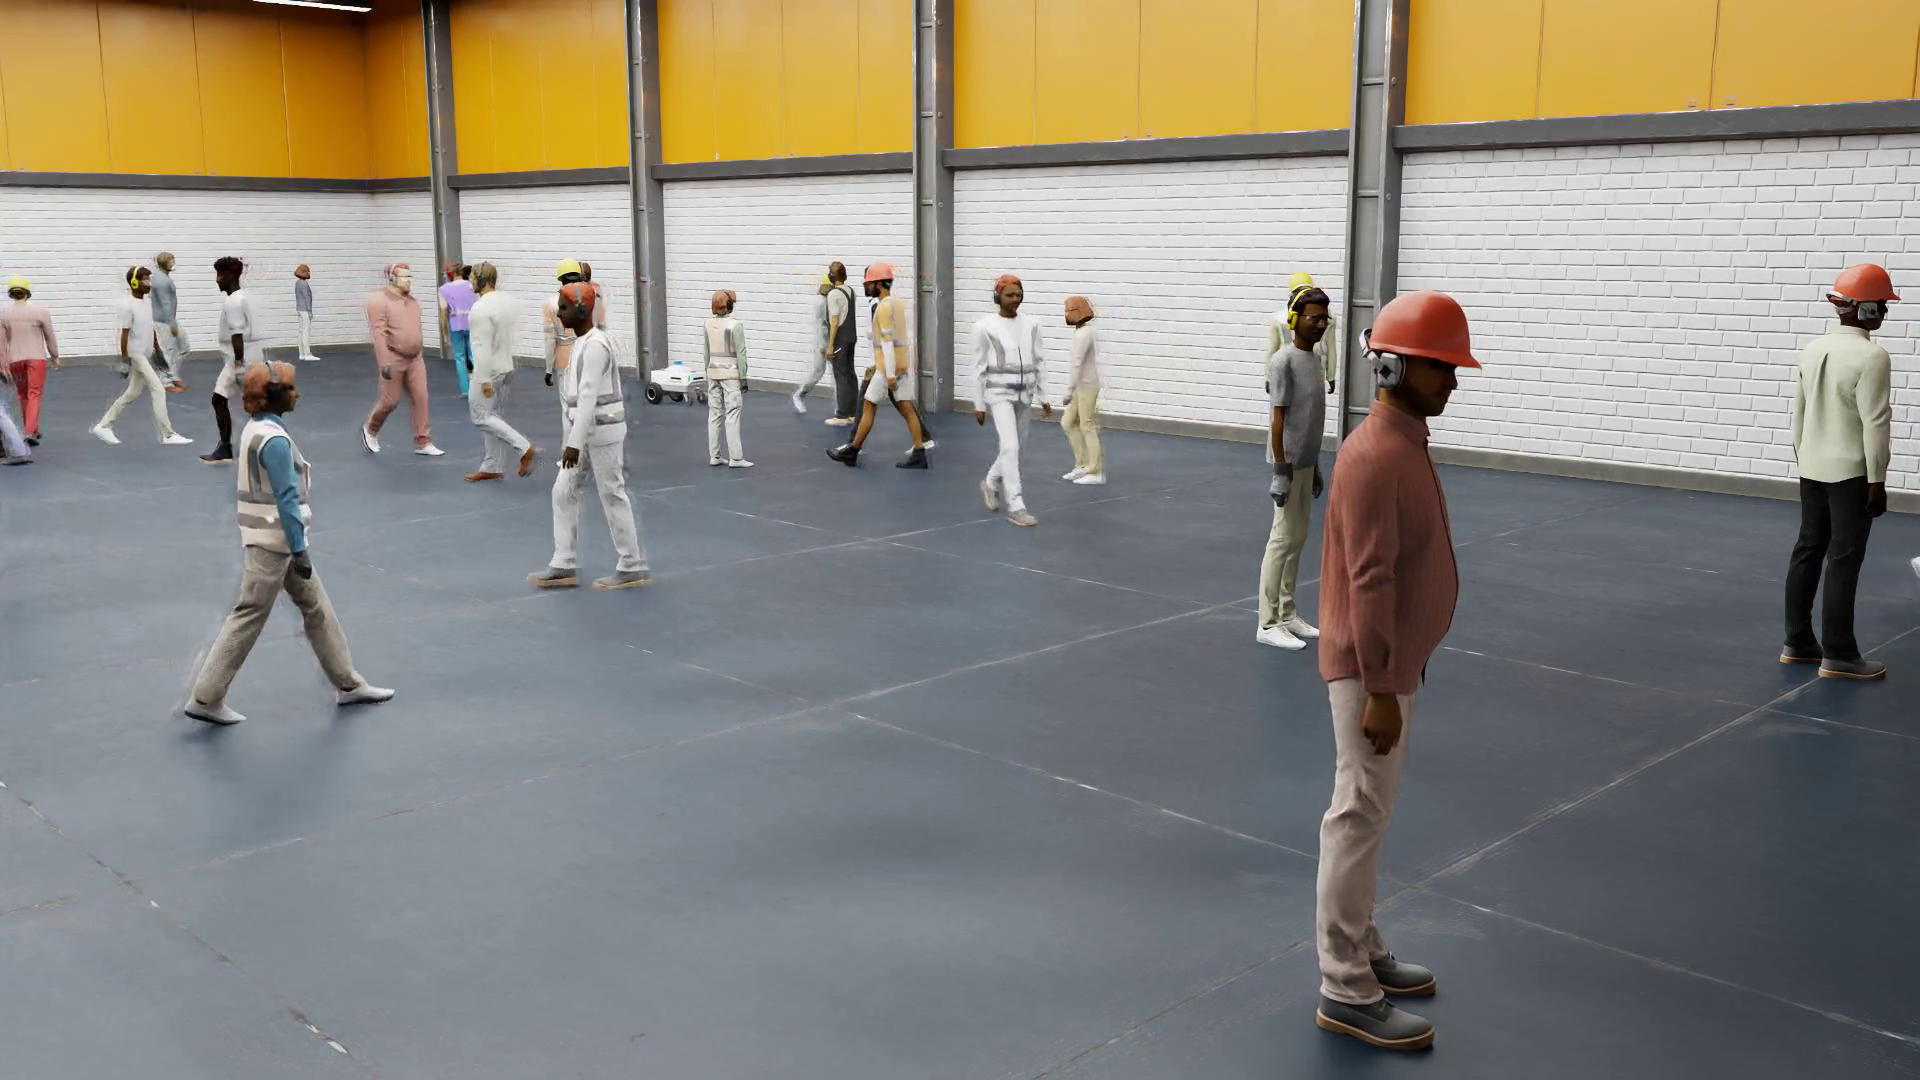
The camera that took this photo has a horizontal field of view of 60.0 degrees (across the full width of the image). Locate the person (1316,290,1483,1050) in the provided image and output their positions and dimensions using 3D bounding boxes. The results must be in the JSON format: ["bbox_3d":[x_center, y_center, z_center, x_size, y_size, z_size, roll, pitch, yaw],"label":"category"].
[{"bbox_3d":[1.155,0.334,4.464,0.392,1.989,0.610,4,11,20],"label":"person"}]

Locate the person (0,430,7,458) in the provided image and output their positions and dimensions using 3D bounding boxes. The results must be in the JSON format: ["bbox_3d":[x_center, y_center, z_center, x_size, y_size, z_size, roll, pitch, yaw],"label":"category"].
[{"bbox_3d":[-9.451,-1.719,15.849,0.582,1.914,0.559,-1,10,-4],"label":"person"}]

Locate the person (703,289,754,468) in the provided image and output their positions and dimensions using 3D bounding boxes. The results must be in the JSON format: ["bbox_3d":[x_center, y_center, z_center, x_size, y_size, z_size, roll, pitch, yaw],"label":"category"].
[{"bbox_3d":[-2.152,-1.479,15.292,0.514,1.645,0.309,8,13,36],"label":"person"}]

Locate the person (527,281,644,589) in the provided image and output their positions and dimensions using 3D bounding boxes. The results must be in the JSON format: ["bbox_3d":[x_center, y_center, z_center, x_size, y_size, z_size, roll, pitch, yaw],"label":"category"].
[{"bbox_3d":[-2.292,-0.599,9.929,0.809,1.854,0.582,-5,11,-25],"label":"person"}]

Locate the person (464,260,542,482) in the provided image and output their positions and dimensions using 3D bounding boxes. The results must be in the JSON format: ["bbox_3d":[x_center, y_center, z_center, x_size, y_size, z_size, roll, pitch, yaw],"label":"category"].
[{"bbox_3d":[-3.957,-1.426,14.253,0.640,1.922,0.633,1,10,5],"label":"person"}]

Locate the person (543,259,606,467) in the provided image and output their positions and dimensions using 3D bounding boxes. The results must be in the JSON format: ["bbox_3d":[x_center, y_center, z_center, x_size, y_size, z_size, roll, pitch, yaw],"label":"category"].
[{"bbox_3d":[-3.542,-1.617,15.300,0.585,1.918,0.378,-6,12,-31],"label":"person"}]

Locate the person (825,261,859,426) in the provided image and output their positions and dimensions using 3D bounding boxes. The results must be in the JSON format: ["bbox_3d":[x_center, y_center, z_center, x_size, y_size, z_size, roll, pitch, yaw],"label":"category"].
[{"bbox_3d":[-1.337,-2.200,18.683,0.347,1.842,0.505,5,12,26],"label":"person"}]

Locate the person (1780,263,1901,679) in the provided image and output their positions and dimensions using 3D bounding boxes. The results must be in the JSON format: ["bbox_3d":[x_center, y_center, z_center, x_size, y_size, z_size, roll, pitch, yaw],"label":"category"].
[{"bbox_3d":[4.287,-0.332,8.075,0.379,1.996,0.610,-2,11,-9],"label":"person"}]

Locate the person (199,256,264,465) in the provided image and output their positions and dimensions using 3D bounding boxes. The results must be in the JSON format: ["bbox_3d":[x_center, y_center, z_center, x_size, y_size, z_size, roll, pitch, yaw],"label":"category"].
[{"bbox_3d":[-6.812,-1.657,15.466,0.786,1.932,0.639,-1,10,-7],"label":"person"}]

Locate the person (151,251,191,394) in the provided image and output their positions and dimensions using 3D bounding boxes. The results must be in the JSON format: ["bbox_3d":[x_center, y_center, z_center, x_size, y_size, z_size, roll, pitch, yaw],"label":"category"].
[{"bbox_3d":[-10.625,-2.929,22.439,0.524,1.917,0.650,-4,11,-23],"label":"person"}]

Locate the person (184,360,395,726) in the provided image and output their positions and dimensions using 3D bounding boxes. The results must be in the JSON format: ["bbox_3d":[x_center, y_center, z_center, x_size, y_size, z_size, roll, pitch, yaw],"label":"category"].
[{"bbox_3d":[-3.011,0.015,7.301,0.884,1.601,0.525,-5,12,-26],"label":"person"}]

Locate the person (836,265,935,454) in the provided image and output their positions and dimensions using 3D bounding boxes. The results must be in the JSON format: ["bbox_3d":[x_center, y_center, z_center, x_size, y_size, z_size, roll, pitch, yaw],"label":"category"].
[{"bbox_3d":[-0.720,-1.750,16.189,1.005,1.869,0.607,2,11,9],"label":"person"}]

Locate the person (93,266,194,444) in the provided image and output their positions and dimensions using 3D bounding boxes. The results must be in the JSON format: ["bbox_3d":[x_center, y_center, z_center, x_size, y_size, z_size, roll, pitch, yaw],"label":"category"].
[{"bbox_3d":[-8.408,-1.870,16.946,0.950,1.831,0.521,-1,10,-8],"label":"person"}]

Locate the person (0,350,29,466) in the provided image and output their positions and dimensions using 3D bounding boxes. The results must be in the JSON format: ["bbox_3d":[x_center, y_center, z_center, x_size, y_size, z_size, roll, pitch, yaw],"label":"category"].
[{"bbox_3d":[-9.124,-1.527,15.358,0.954,1.699,0.539,0,10,-1],"label":"person"}]

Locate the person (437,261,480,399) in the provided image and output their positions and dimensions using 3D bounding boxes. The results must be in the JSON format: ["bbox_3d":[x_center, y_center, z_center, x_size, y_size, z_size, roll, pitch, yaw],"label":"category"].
[{"bbox_3d":[-6.398,-2.697,21.493,0.644,1.806,0.595,-8,13,-36],"label":"person"}]

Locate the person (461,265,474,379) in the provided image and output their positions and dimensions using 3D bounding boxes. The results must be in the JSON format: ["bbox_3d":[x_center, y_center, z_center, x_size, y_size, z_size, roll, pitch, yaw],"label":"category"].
[{"bbox_3d":[-7.180,-3.171,24.381,0.321,1.693,0.530,-6,12,-29],"label":"person"}]

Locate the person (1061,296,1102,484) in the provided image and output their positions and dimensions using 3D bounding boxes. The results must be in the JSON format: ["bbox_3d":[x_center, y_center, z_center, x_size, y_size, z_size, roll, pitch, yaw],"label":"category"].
[{"bbox_3d":[1.027,-1.279,14.282,0.472,1.612,0.532,0,10,2],"label":"person"}]

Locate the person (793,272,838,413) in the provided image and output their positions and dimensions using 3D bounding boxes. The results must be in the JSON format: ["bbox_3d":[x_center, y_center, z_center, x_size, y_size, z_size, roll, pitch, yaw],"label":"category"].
[{"bbox_3d":[-1.633,-2.341,19.812,0.771,1.714,0.489,7,12,32],"label":"person"}]

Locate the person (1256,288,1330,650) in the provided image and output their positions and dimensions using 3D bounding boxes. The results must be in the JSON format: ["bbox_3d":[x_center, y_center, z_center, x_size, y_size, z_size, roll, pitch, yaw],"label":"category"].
[{"bbox_3d":[1.761,-0.374,8.666,0.313,1.864,0.534,7,12,32],"label":"person"}]

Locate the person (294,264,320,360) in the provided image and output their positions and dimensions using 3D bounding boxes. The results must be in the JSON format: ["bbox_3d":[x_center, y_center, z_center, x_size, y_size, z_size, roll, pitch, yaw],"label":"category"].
[{"bbox_3d":[-11.212,-3.894,28.485,0.279,1.634,0.497,-8,13,-38],"label":"person"}]

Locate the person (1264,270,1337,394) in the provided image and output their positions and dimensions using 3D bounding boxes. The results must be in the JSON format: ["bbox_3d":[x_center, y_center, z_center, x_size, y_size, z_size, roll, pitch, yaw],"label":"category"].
[{"bbox_3d":[3.017,-1.479,14.793,0.627,1.818,0.451,0,10,3],"label":"person"}]

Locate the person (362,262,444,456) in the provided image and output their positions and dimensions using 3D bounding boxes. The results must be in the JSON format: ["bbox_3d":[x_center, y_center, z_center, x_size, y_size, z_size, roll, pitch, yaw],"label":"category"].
[{"bbox_3d":[-5.459,-1.750,16.137,0.812,1.878,0.649,6,12,31],"label":"person"}]

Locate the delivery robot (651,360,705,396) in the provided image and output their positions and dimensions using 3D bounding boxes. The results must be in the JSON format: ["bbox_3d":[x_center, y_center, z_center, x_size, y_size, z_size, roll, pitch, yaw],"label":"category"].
[{"bbox_3d":[-3.559,-2.031,21.015,0.707,0.478,0.477,7,12,34],"label":"delivery robot"}]

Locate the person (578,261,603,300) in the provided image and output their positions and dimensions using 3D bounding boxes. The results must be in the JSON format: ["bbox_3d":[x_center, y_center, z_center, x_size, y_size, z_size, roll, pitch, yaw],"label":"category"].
[{"bbox_3d":[-4.179,-2.165,18.495,0.429,1.841,0.633,-6,12,-29],"label":"person"}]

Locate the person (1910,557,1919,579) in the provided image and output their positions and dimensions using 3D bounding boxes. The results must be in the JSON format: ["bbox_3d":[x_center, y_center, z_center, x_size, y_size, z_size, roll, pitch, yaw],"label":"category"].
[{"bbox_3d":[5.849,-0.428,9.601,0.548,1.617,0.518,1,10,4],"label":"person"}]

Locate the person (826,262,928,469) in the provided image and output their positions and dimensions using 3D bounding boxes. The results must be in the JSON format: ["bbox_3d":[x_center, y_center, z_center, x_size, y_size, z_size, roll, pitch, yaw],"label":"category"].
[{"bbox_3d":[-0.725,-1.585,15.214,0.971,1.877,0.541,3,11,18],"label":"person"}]

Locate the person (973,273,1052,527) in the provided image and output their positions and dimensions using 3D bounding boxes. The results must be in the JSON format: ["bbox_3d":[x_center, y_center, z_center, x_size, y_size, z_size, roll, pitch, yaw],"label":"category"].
[{"bbox_3d":[0.345,-1.071,12.485,0.574,1.861,0.893,-6,12,-32],"label":"person"}]

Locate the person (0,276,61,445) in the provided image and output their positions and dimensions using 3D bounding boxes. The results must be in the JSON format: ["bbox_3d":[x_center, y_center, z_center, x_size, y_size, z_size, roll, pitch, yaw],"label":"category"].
[{"bbox_3d":[-9.568,-1.839,17.048,0.527,1.728,0.888,-2,11,-12],"label":"person"}]
